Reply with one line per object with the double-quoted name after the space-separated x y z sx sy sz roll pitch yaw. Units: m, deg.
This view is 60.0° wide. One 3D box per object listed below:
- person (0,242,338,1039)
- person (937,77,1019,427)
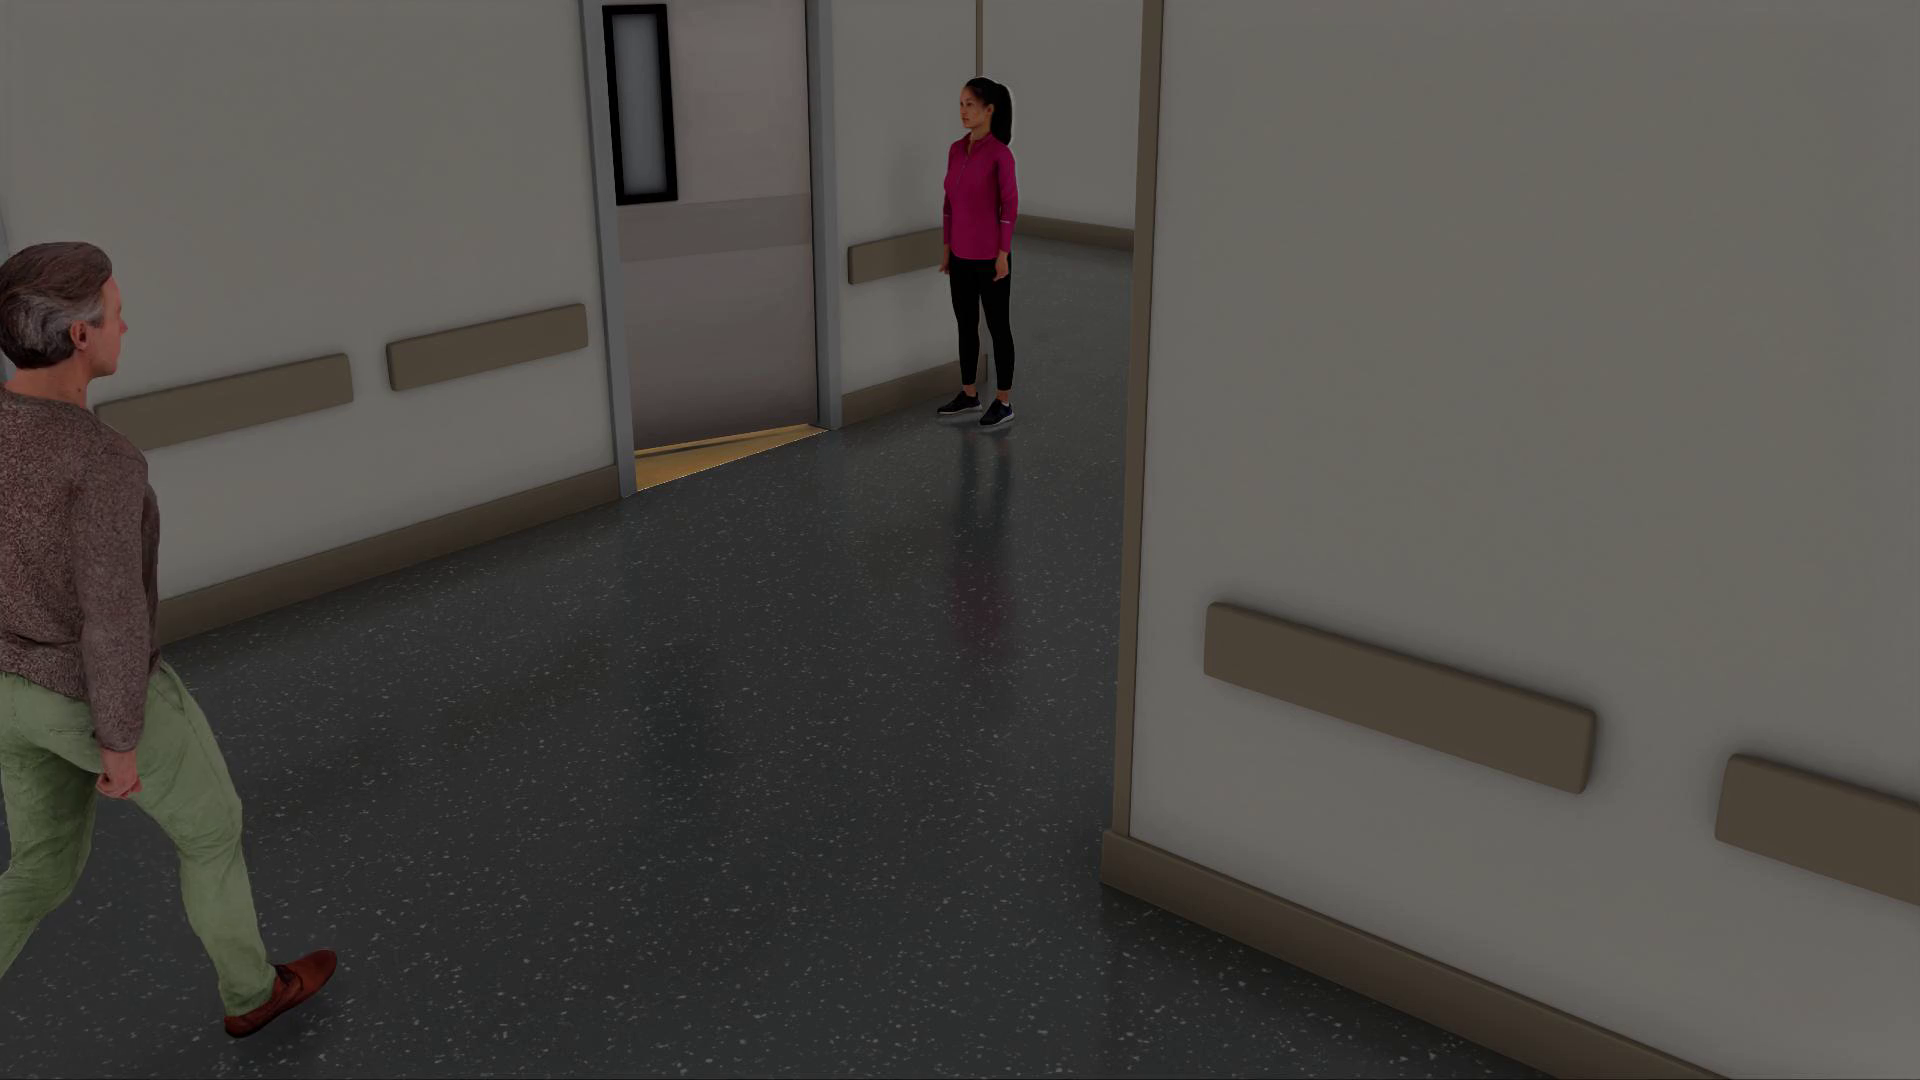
-1.835 0.383 3.312 0.887 1.832 1.305 9 22 21 "person"
0.109 -1.422 8.266 0.589 1.698 0.560 18 27 40 "person"
